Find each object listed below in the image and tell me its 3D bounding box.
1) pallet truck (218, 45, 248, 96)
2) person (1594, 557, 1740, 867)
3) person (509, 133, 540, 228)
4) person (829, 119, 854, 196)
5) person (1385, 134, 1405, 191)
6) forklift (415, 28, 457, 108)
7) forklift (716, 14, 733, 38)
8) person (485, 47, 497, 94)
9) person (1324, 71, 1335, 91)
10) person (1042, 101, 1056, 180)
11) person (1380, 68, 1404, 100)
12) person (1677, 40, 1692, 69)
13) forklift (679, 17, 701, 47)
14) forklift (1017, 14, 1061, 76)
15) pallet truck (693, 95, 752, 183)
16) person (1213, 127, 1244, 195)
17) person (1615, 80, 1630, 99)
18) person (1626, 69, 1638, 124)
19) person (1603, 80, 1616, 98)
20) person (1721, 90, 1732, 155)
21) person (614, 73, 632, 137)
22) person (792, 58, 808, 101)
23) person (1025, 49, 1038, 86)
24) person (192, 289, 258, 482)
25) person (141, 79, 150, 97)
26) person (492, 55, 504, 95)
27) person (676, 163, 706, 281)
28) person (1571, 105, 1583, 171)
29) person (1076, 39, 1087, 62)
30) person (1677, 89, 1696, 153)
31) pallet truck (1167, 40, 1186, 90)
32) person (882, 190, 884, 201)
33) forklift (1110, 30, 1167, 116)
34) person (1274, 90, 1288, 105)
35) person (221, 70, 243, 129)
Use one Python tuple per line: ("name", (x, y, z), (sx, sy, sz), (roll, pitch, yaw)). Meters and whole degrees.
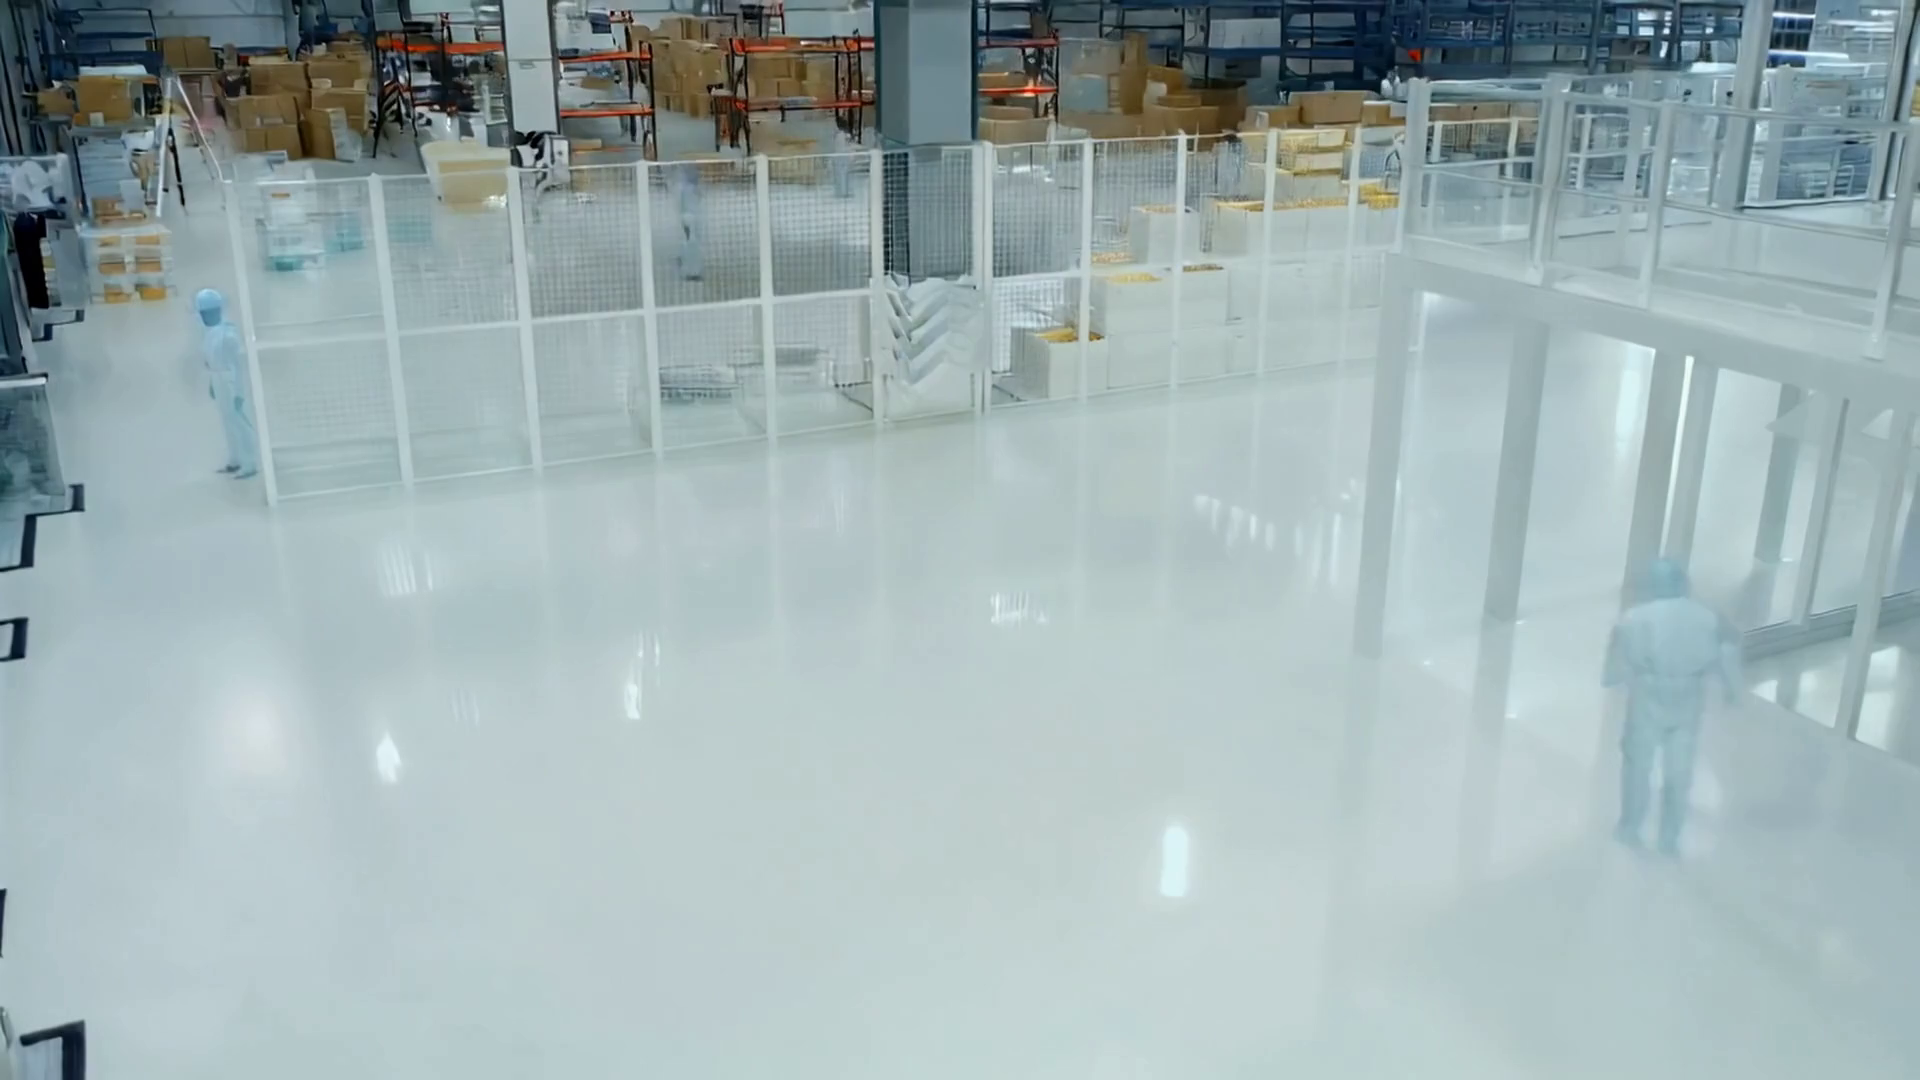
("pallet truck", (-28.879, -18.665, 66.111), (0.823, 1.965, 1.885), (-3, 19, -9))
("person", (4.078, 0.986, 9.455), (0.747, 1.810, 0.433), (8, 20, 21))
("person", (-8.635, -7.095, 32.835), (0.430, 1.837, 0.621), (12, 22, 31))
("person", (-2.666, -8.586, 37.357), (0.556, 1.683, 0.379), (5, 20, 14))
("person", (8.328, -6.740, 31.632), (0.551, 1.936, 0.357), (-9, 21, -25))
("forklift", (-19.190, -17.109, 60.266), (1.873, 2.768, 1.129), (-1, 19, -2))
("forklift", (-10.943, -23.117, 77.681), (1.873, 2.768, 1.129), (-17, 25, -40))
("person", (-18.455, -18.465, 65.640), (0.555, 1.933, 0.419), (-9, 21, -25))
("person", (11.477, -13.615, 51.682), (0.566, 1.849, 0.504), (-18, 26, -42))
("person", (2.156, -9.626, 40.093), (0.323, 1.876, 0.528), (0, 19, 0))
("person", (13.036, -13.225, 50.276), (0.689, 2.000, 0.674), (0, 19, 1))
("person", (34.211, -22.957, 78.716), (1.028, 1.879, 0.631), (-3, 19, -9))
("forklift", (-11.727, -21.318, 72.468), (1.129, 2.768, 1.873), (11, 22, 28))
("forklift", (3.740, -23.246, 78.057), (1.873, 2.768, 1.129), (5, 20, 14))
("pallet truck", (-5.836, -9.608, 39.856), (0.823, 1.965, 1.885), (10, 22, 27))
("person", (5.289, -7.149, 32.815), (0.635, 1.937, 0.352), (12, 22, 32))
("person", (20.529, -13.546, 51.799), (0.536, 1.664, 0.883), (6, 20, 16))
("person", (22.136, -14.570, 54.607), (0.347, 1.759, 0.526), (6, 20, 18))
("person", (18.821, -12.527, 48.384), (0.369, 1.959, 0.598), (0, 19, 1))
("person", (19.350, -10.349, 42.012), (0.382, 1.988, 0.622), (11, 22, 29))
("person", (-10.164, -13.129, 50.252), (0.409, 1.886, 0.674), (0, 19, -1))
("person", (-5.811, -16.583, 60.223), (0.641, 1.900, 0.939), (-7, 20, -19))
("person", (3.063, -20.407, 71.279), (0.588, 1.920, 0.392), (0, 19, 1))
("person", (-7.335, -1.542, 16.580), (0.596, 1.925, 0.372), (15, 24, 37))
("person", (-25.074, -13.433, 51.500), (0.515, 1.634, 0.313), (9, 21, 25))
("person", (-16.921, -16.838, 61.048), (0.976, 1.842, 0.582), (13, 23, 33))
("person", (-4.430, -5.207, 27.205), (0.490, 1.934, 0.617), (6, 20, 17))
("person", (14.205, -9.204, 38.838), (0.556, 1.908, 0.928), (-9, 21, -24))
("person", (5.857, -23.280, 80.080), (0.604, 1.612, 0.351), (-11, 22, -28))
("person", (20.065, -11.556, 45.895), (0.532, 1.741, 0.760), (-10, 22, -27))
("pallet truck", (9.045, -19.971, 69.895), (0.823, 1.965, 1.885), (-3, 19, -8))
("person", (-1.371, -8.155, 36.069), (0.782, 1.719, 0.487), (-7, 20, -18))
("forklift", (6.167, -16.198, 57.627), (1.873, 2.768, 1.129), (-9, 21, -25))
("person", (8.396, -10.768, 43.368), (0.606, 1.896, 0.595), (-4, 20, -12))
("person", (-22.558, -13.611, 51.604), (0.566, 1.899, 0.819), (-6, 20, -16))
